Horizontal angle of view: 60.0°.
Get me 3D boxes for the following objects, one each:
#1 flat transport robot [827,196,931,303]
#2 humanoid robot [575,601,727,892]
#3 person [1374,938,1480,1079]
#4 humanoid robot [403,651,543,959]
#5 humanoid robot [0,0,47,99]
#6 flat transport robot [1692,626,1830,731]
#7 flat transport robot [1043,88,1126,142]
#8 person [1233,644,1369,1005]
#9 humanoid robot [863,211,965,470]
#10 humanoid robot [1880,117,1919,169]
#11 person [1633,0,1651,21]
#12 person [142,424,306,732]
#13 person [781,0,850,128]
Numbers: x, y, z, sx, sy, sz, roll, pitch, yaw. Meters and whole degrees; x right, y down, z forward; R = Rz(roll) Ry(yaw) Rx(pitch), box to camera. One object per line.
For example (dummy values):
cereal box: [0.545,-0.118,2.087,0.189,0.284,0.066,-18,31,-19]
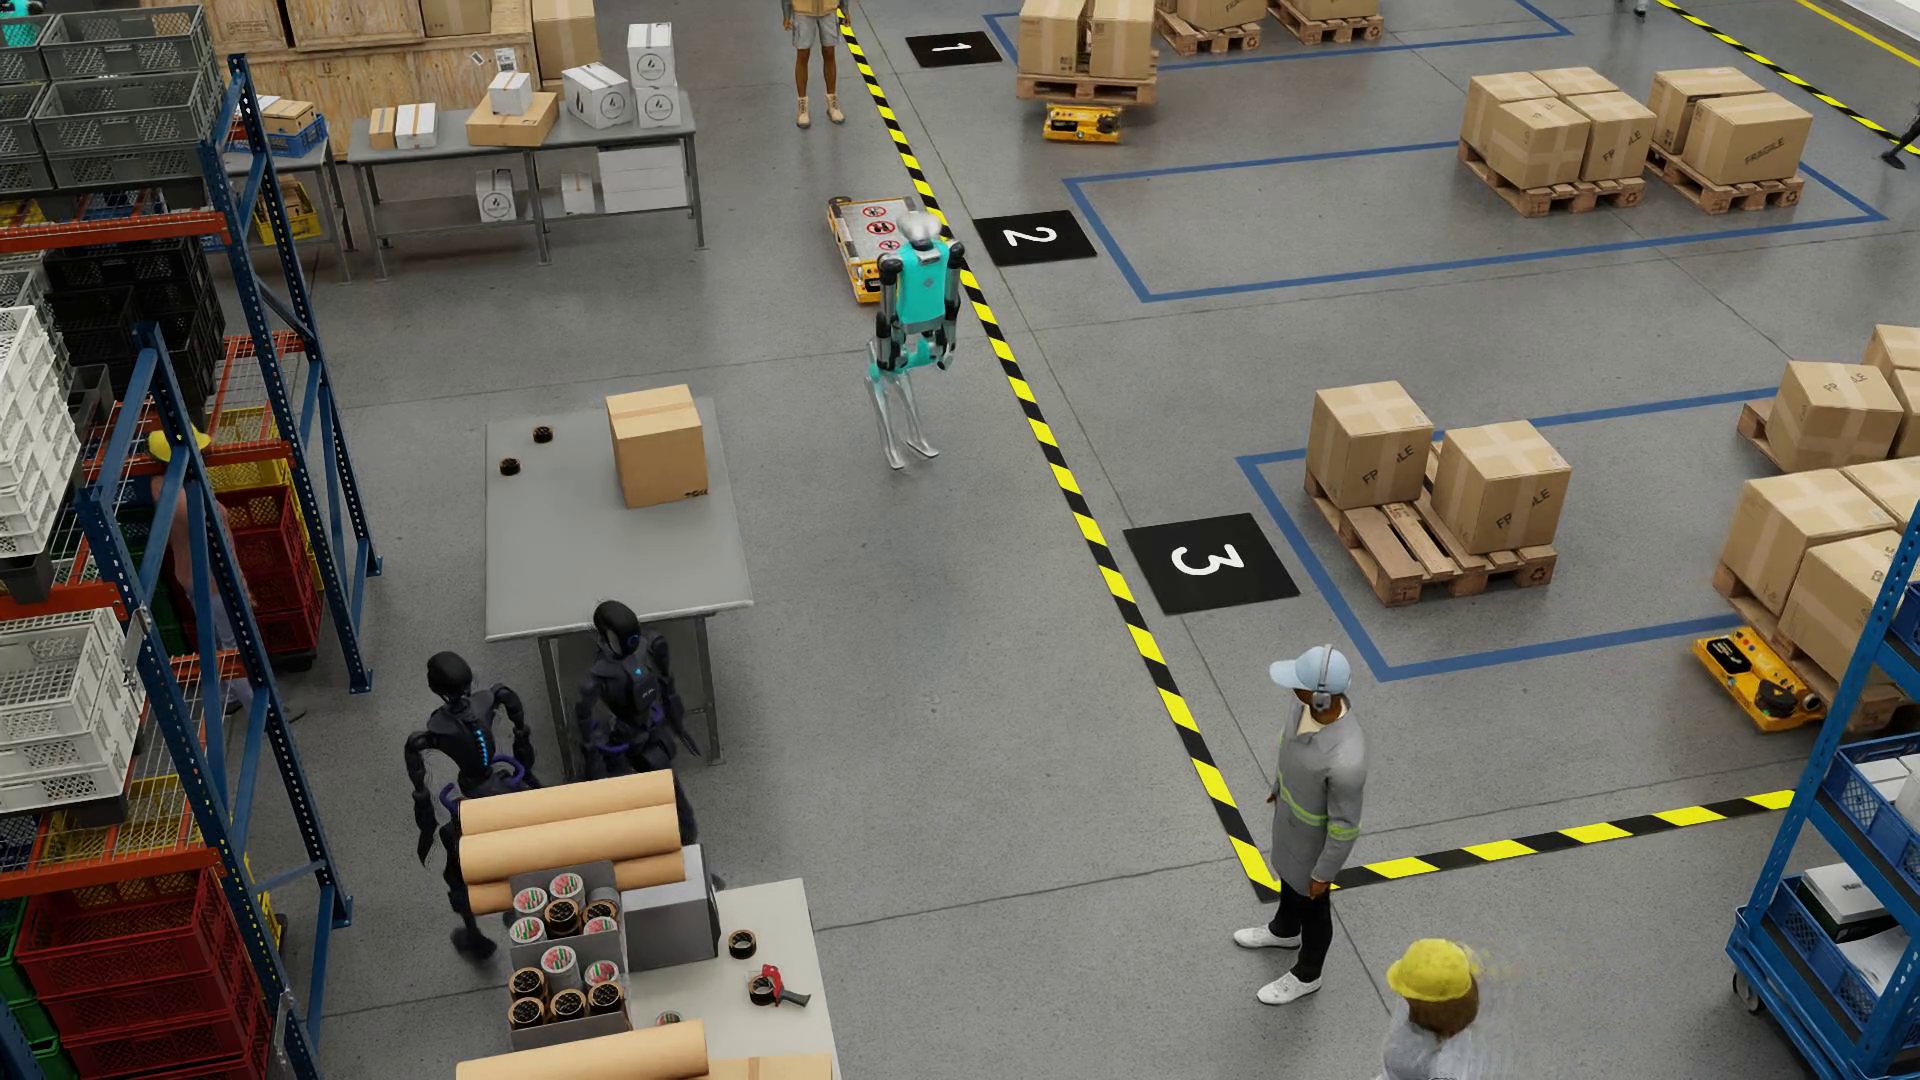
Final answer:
flat transport robot: [-0.570,-2.220,12.538,0.659,0.231,1.431,-8,37,-10]
humanoid robot: [-1.336,0.947,7.099,0.504,1.649,0.608,22,42,26]
person: [1.545,1.962,5.724,0.920,1.682,0.498,-1,37,-1]
humanoid robot: [-1.977,1.094,6.894,0.344,1.648,0.587,29,45,33]
humanoid robot: [-7.285,-3.353,12.905,0.555,1.883,0.791,1,37,1]
flat transport robot: [4.680,0.612,8.708,1.431,0.197,0.652,-8,37,-10]
flat transport robot: [1.132,-3.929,14.811,0.652,0.197,1.431,5,37,6]
person: [1.369,1.145,6.689,0.395,1.849,0.592,-5,37,-7]
humanoid robot: [-0.344,-1.246,9.885,0.533,1.677,0.735,-19,41,-23]
humanoid robot: [8.026,-3.679,13.357,0.601,1.621,0.791,-14,39,-18]
person: [6.907,-6.173,16.584,0.594,1.782,0.941,9,38,12]
person: [-3.609,0.171,8.068,0.524,1.768,0.325,27,44,31]
person: [-1.227,-4.544,14.173,0.604,2.048,0.366,-9,38,-12]
